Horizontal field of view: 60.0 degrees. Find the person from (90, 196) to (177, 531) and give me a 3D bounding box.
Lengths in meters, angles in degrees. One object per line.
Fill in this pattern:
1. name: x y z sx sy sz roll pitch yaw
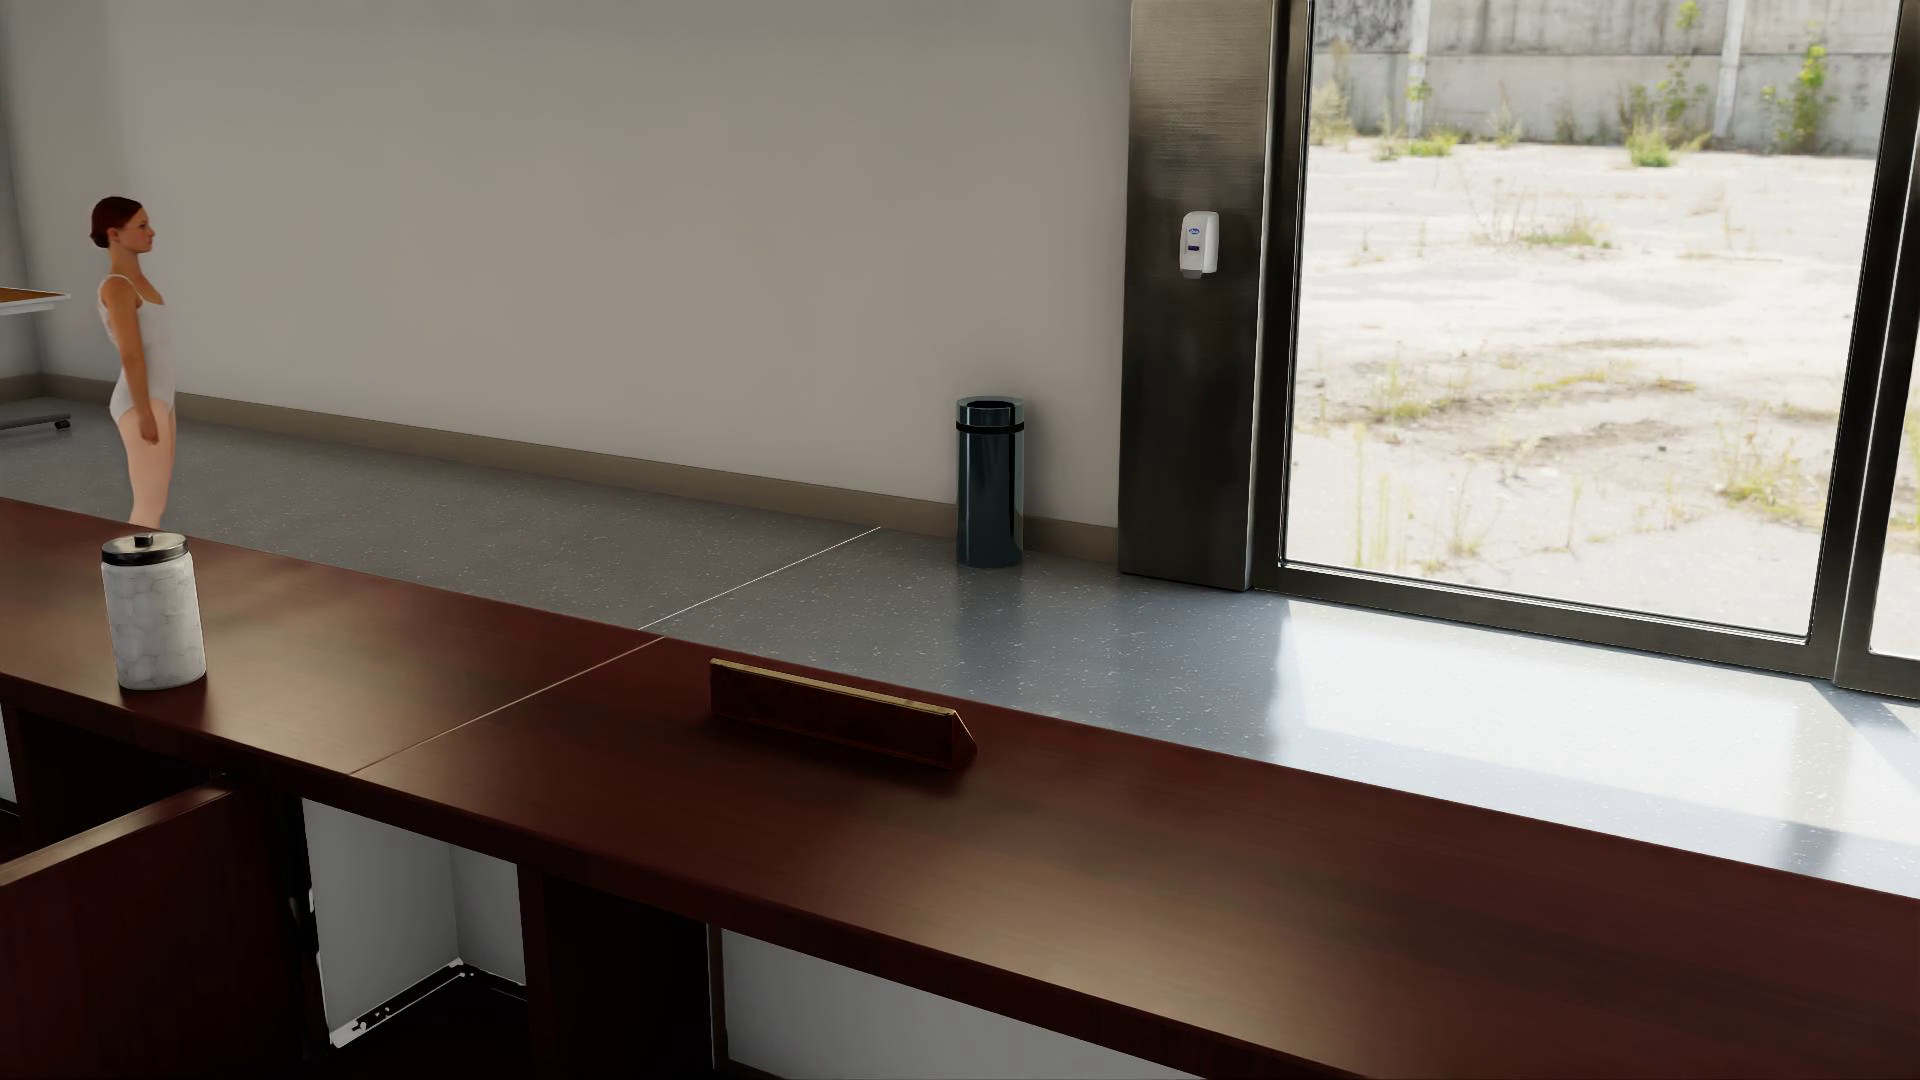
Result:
1. person: -3.225 -0.519 6.560 0.652 1.643 0.617 -6 17 -21
